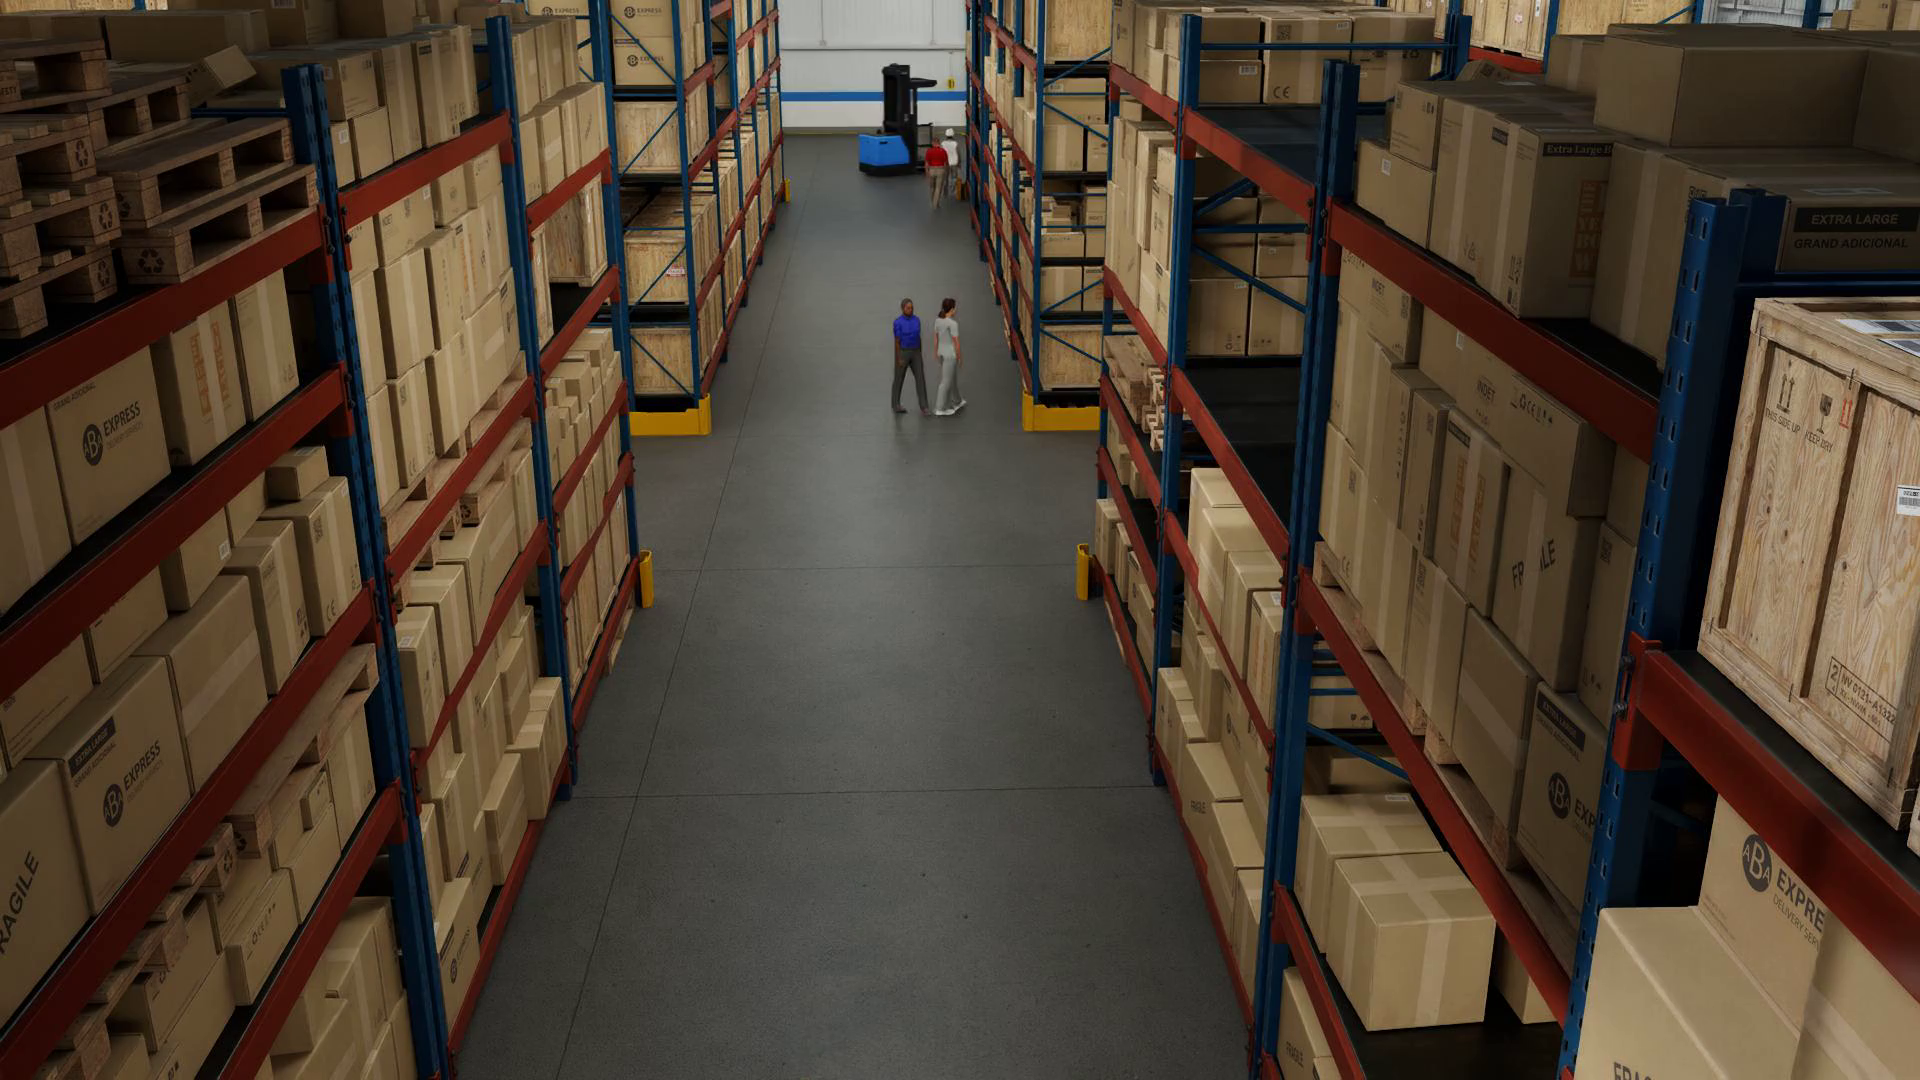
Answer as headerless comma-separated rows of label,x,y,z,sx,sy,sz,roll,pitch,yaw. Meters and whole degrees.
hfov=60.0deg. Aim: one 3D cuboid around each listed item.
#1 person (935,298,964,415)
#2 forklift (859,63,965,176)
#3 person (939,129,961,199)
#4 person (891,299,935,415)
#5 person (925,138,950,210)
person,-0.104,-2.622,23.632,0.647,1.666,0.449,-14,24,-32
forklift,-1.297,-11.767,46.368,3.031,2.941,1.121,-13,24,-31
person,-0.255,-9.422,41.738,0.553,1.769,0.768,0,20,1
person,-0.689,-2.596,23.612,0.439,1.645,0.721,-11,23,-27
person,-0.529,-8.931,40.463,0.564,1.698,0.896,5,21,13
